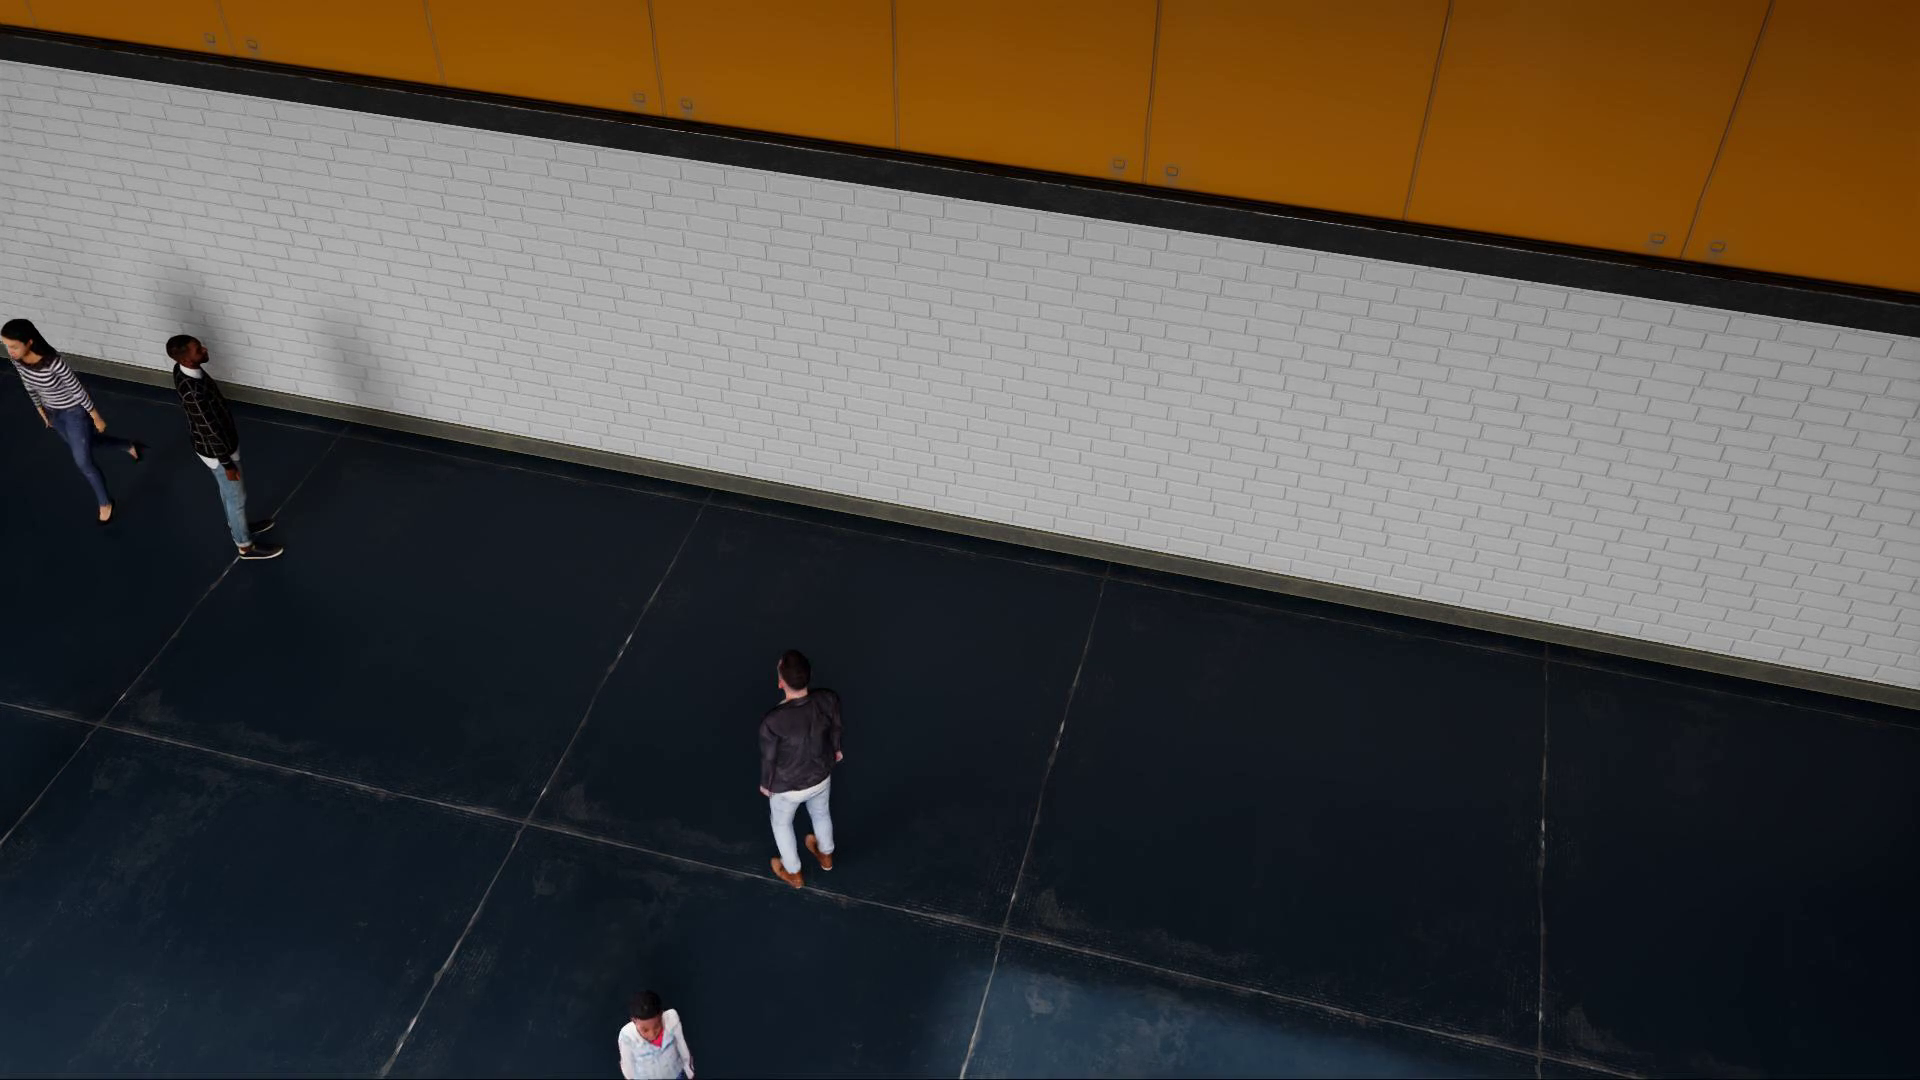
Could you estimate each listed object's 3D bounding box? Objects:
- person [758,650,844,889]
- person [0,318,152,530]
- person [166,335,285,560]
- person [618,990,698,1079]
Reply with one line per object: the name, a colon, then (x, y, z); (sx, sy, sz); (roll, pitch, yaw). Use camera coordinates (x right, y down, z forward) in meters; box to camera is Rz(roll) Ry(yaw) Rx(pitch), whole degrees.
person: (-0.887, 1.320, 9.239); (0.745, 1.833, 0.833); (-26, 50, -25)
person: (-6.141, -0.892, 11.614); (0.624, 1.761, 0.937); (15, 45, 15)
person: (-5.060, -0.648, 11.315); (0.795, 1.819, 0.714); (-19, 47, -19)
person: (-1.523, 2.594, 8.320); (0.592, 1.256, 0.645); (-17, 46, -17)
